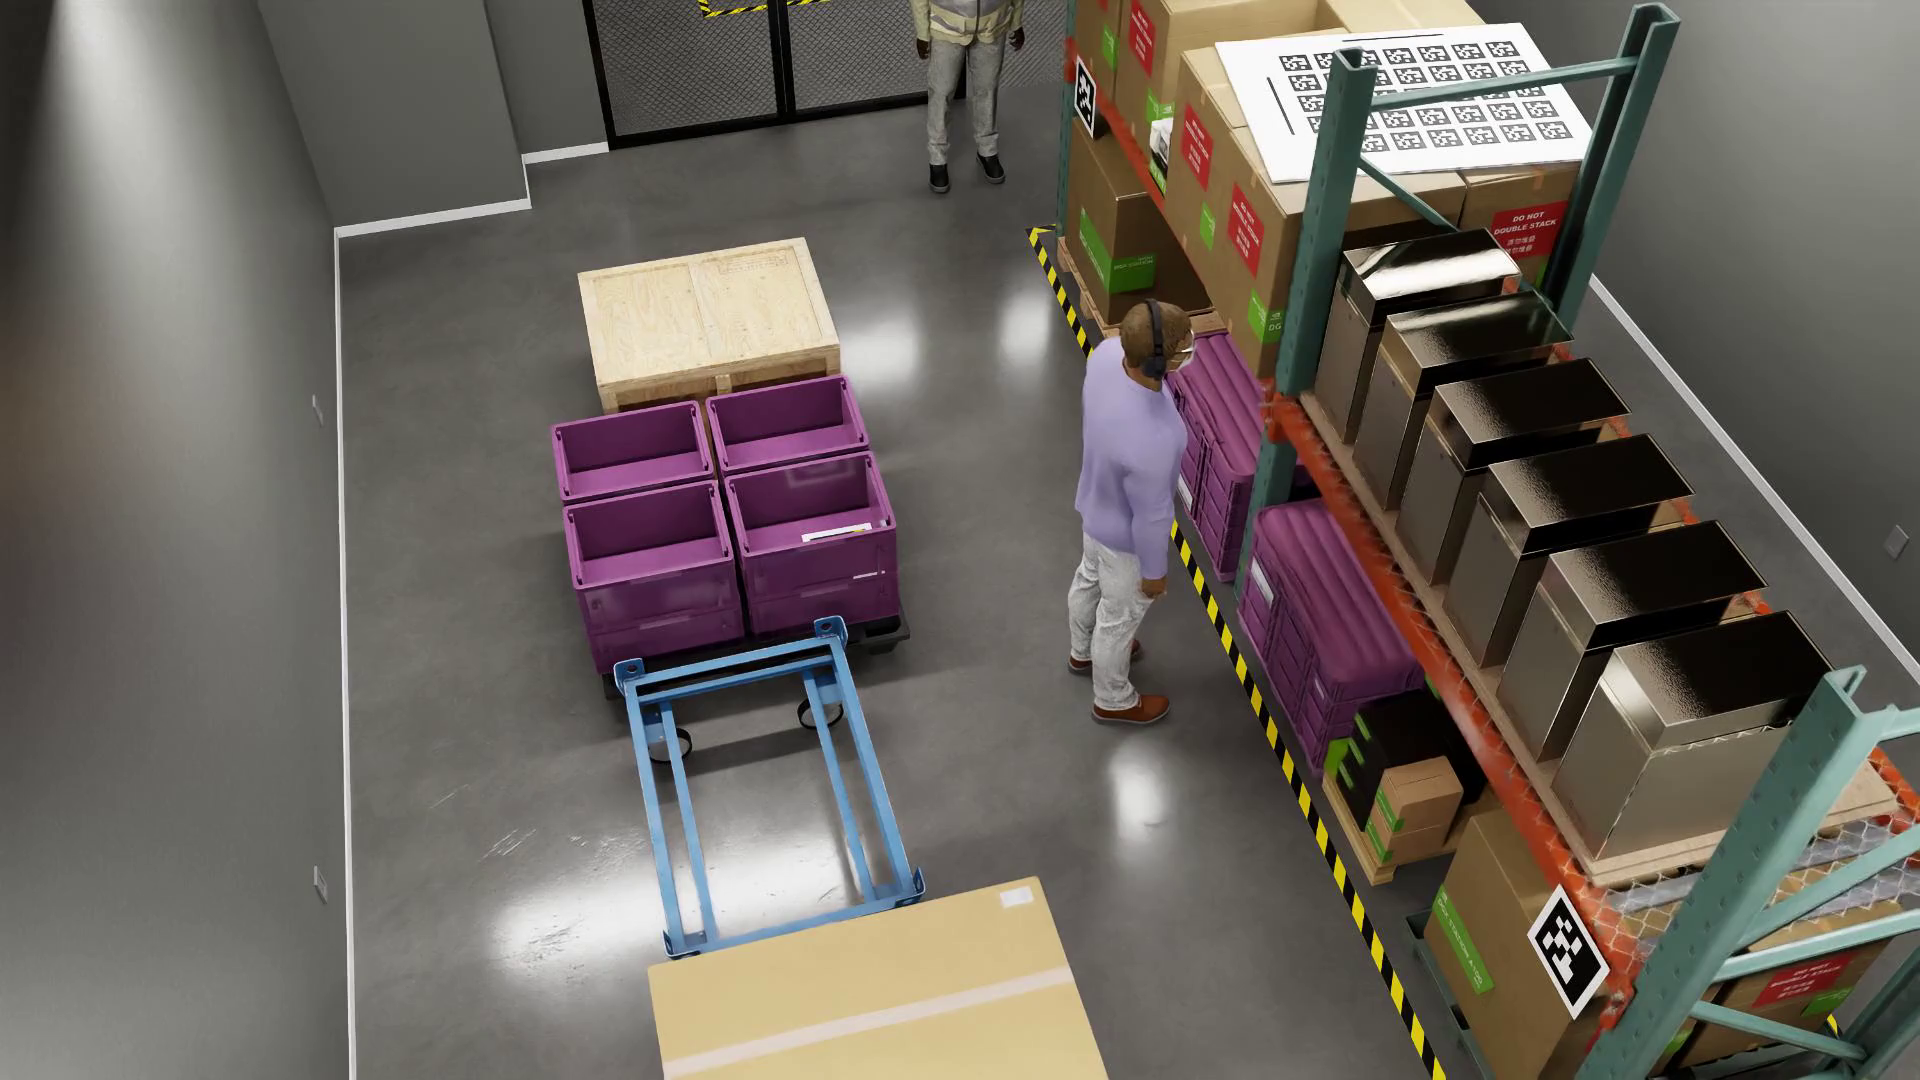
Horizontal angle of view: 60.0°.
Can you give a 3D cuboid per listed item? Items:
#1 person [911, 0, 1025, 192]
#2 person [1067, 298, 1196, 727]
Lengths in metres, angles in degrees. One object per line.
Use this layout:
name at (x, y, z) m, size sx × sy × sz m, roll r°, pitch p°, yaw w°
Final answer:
person at (0.050, -2.601, 8.345) m, size 0.589 × 1.835 × 0.404 m, roll -10°, pitch 48°, yaw -9°
person at (0.601, -0.082, 5.961) m, size 0.377 × 1.940 × 0.628 m, roll -10°, pitch 48°, yaw -9°
